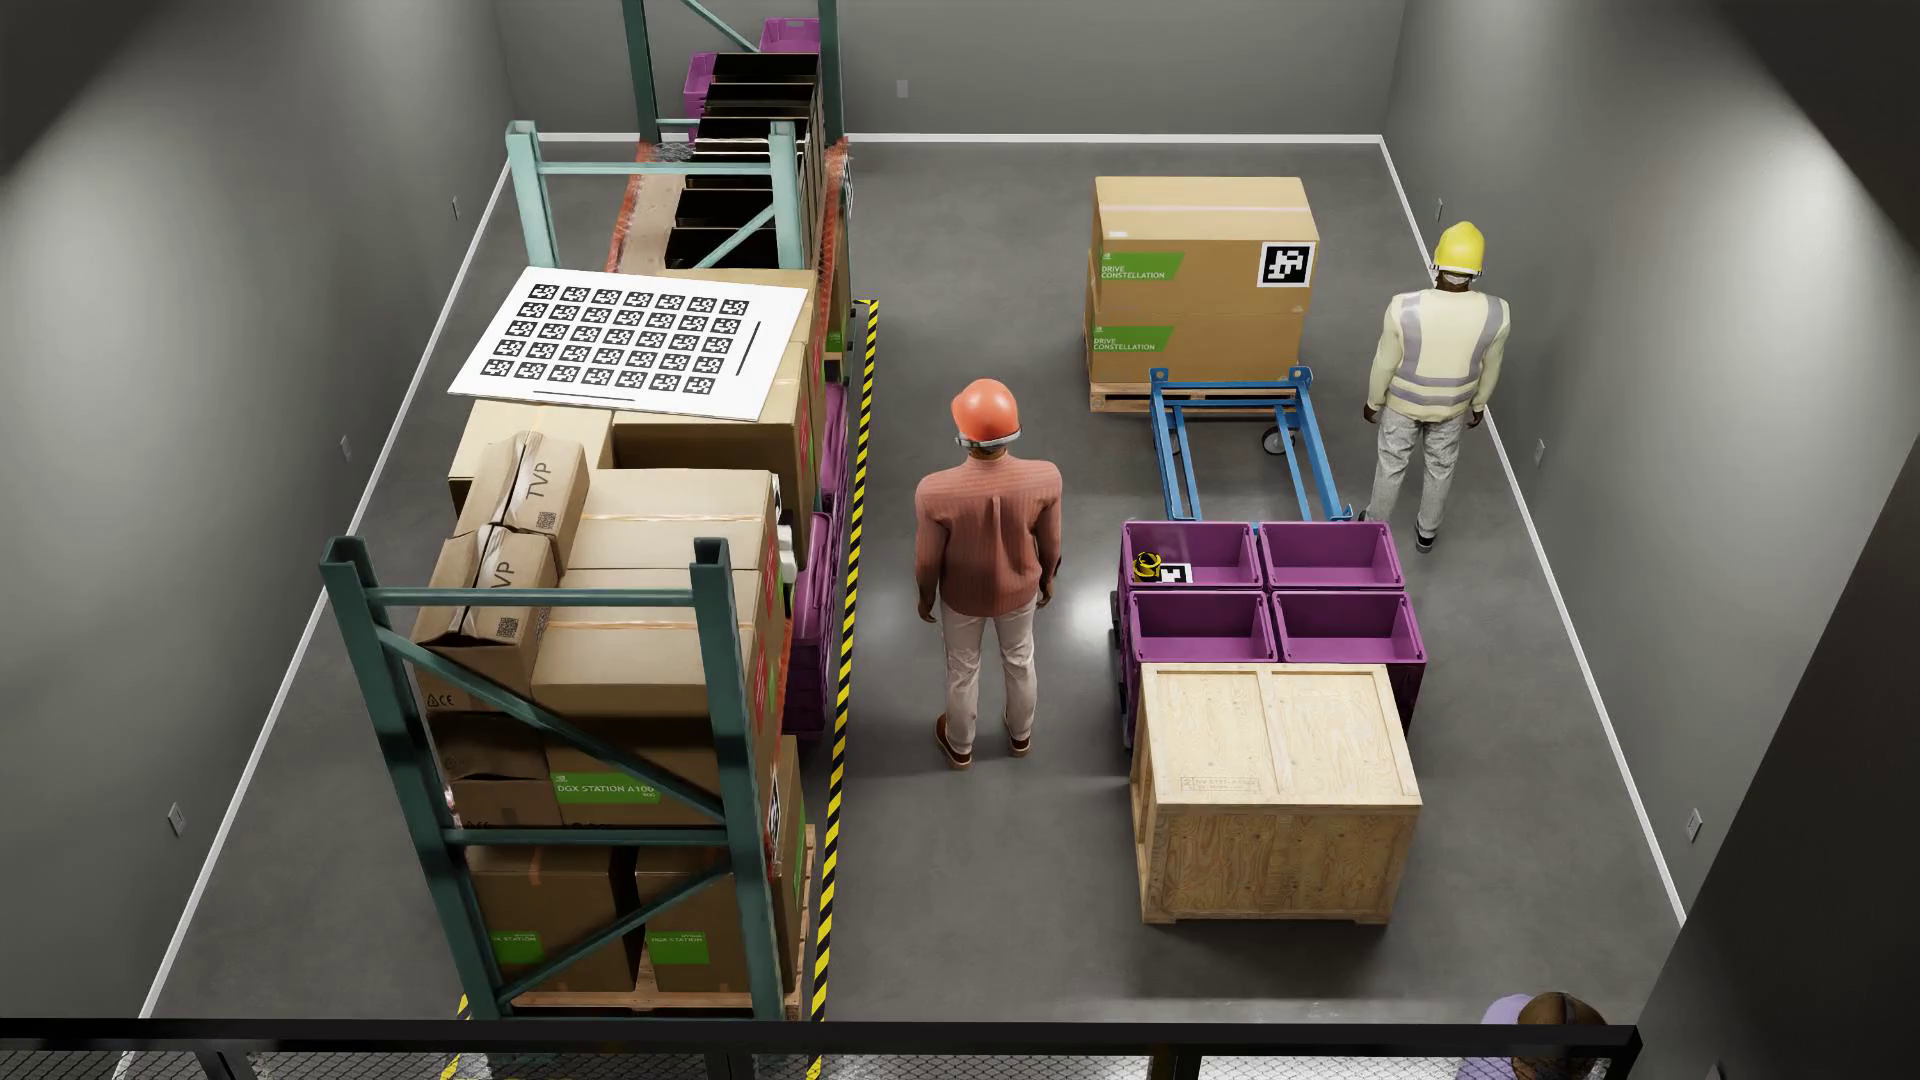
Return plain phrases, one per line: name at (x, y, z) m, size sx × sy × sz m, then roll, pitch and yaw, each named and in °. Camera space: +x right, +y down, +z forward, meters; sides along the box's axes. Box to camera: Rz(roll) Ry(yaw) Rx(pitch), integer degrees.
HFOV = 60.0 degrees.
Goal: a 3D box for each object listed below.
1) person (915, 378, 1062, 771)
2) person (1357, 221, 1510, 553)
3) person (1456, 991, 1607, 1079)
person at (0.112, 0.174, 6.872) m, size 0.612 × 1.997 × 0.375 m, roll -9°, pitch 42°, yaw -11°
person at (2.247, -0.701, 7.992) m, size 0.601 × 1.831 × 0.404 m, roll 2°, pitch 41°, yaw 2°
person at (1.535, 1.929, 4.915) m, size 0.377 × 1.938 × 0.629 m, roll 12°, pitch 43°, yaw 14°
